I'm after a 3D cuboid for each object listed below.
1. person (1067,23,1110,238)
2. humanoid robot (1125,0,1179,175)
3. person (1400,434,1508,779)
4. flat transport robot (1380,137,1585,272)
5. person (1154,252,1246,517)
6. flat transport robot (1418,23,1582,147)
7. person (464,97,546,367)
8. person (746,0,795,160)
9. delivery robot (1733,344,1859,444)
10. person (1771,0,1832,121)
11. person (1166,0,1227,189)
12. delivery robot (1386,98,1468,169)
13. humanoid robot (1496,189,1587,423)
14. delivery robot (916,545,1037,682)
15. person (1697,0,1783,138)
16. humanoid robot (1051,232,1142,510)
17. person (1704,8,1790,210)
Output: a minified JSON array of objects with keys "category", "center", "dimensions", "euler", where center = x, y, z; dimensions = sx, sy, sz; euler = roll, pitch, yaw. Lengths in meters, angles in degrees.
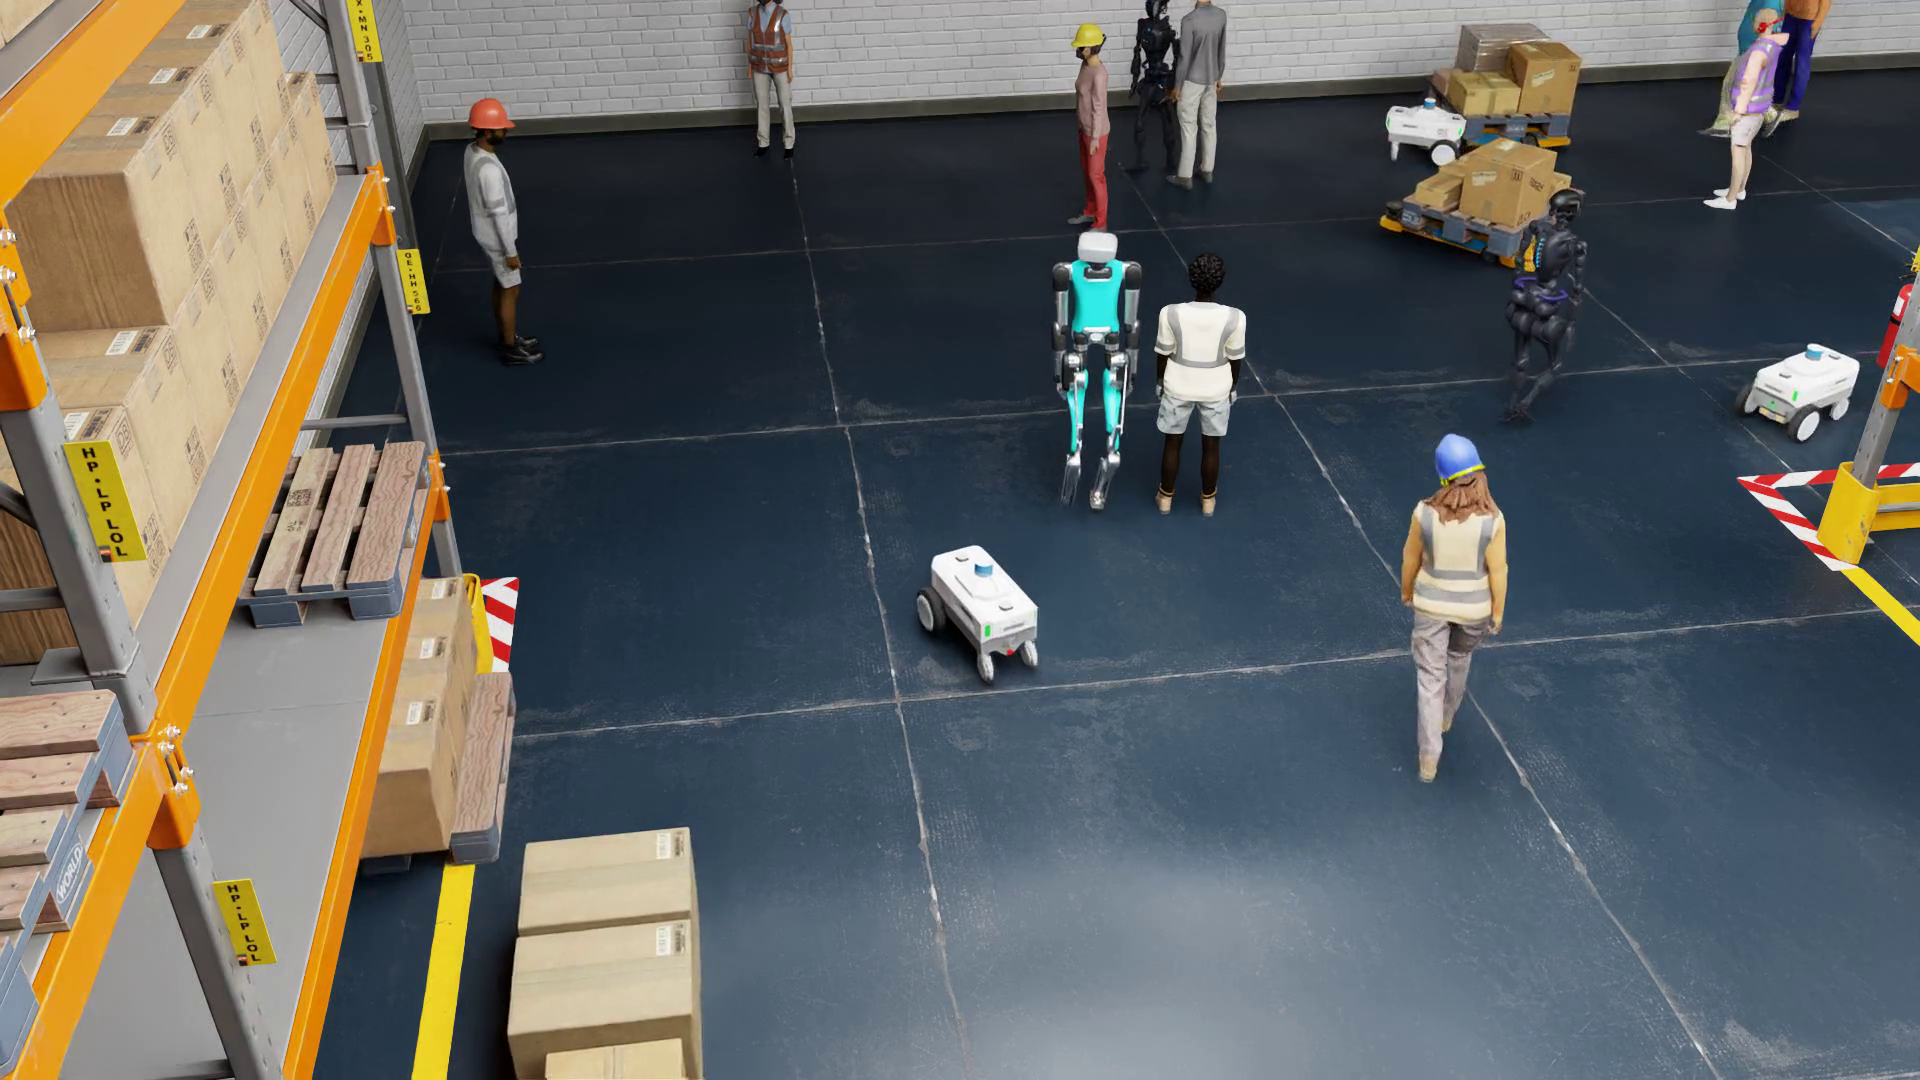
[{"category":"person","center":[1.050,-3.355,13.635],"dimensions":[0.346,1.758,0.518],"euler":[-6,34,-9]},{"category":"humanoid robot","center":[1.785,-4.073,14.821],"dimensions":[0.448,1.637,0.601],"euler":[-23,40,-31]},{"category":"person","center":[2.370,0.288,8.060],"dimensions":[0.494,1.730,0.733],"euler":[6,34,9]},{"category":"flat transport robot","center":[4.286,-2.582,13.809],"dimensions":[1.431,0.231,0.659],"euler":[28,42,36]},{"category":"person","center":[1.412,-0.905,9.935],"dimensions":[0.533,1.693,0.320],"euler":[4,33,7]},{"category":"flat transport robot","center":[5.023,-3.942,15.893],"dimensions":[1.431,0.231,0.659],"euler":[-2,33,-3]},{"category":"person","center":[-3.195,-2.136,11.613],"dimensions":[0.389,1.927,0.548],"euler":[-15,36,-22]},{"category":"person","center":[-1.727,-4.320,15.170],"dimensions":[0.446,1.689,0.309],"euler":[7,34,11]},{"category":"delivery robot","center":[5.662,-1.031,11.160],"dimensions":[0.767,0.583,0.499],"euler":[-18,37,-26]},{"category":"person","center":[8.141,-5.073,16.074],"dimensions":[0.402,1.973,0.516],"euler":[-12,35,-17]},{"category":"person","center":[2.092,-4.007,14.503],"dimensions":[0.546,1.896,0.376],"euler":[-19,38,-27]},{"category":"delivery robot","center":[4.333,-3.757,15.366],"dimensions":[0.785,0.614,0.520],"euler":[14,36,20]},{"category":"humanoid robot","center":[3.788,-1.517,10.892],"dimensions":[0.365,1.649,0.589],"euler":[-19,38,-26]},{"category":"delivery robot","center":[0.123,0.347,9.044],"dimensions":[0.499,0.577,0.769],"euler":[-15,36,-22]},{"category":"person","center":[7.442,-4.575,15.518],"dimensions":[0.608,1.729,0.576],"euler":[7,34,11]},{"category":"humanoid robot","center":[0.807,-0.870,9.909],"dimensions":[0.544,1.867,0.646],"euler":[0,33,0]},{"category":"person","center":[6.723,-3.675,14.188],"dimensions":[0.357,1.684,0.486],"euler":[22,39,30]}]
